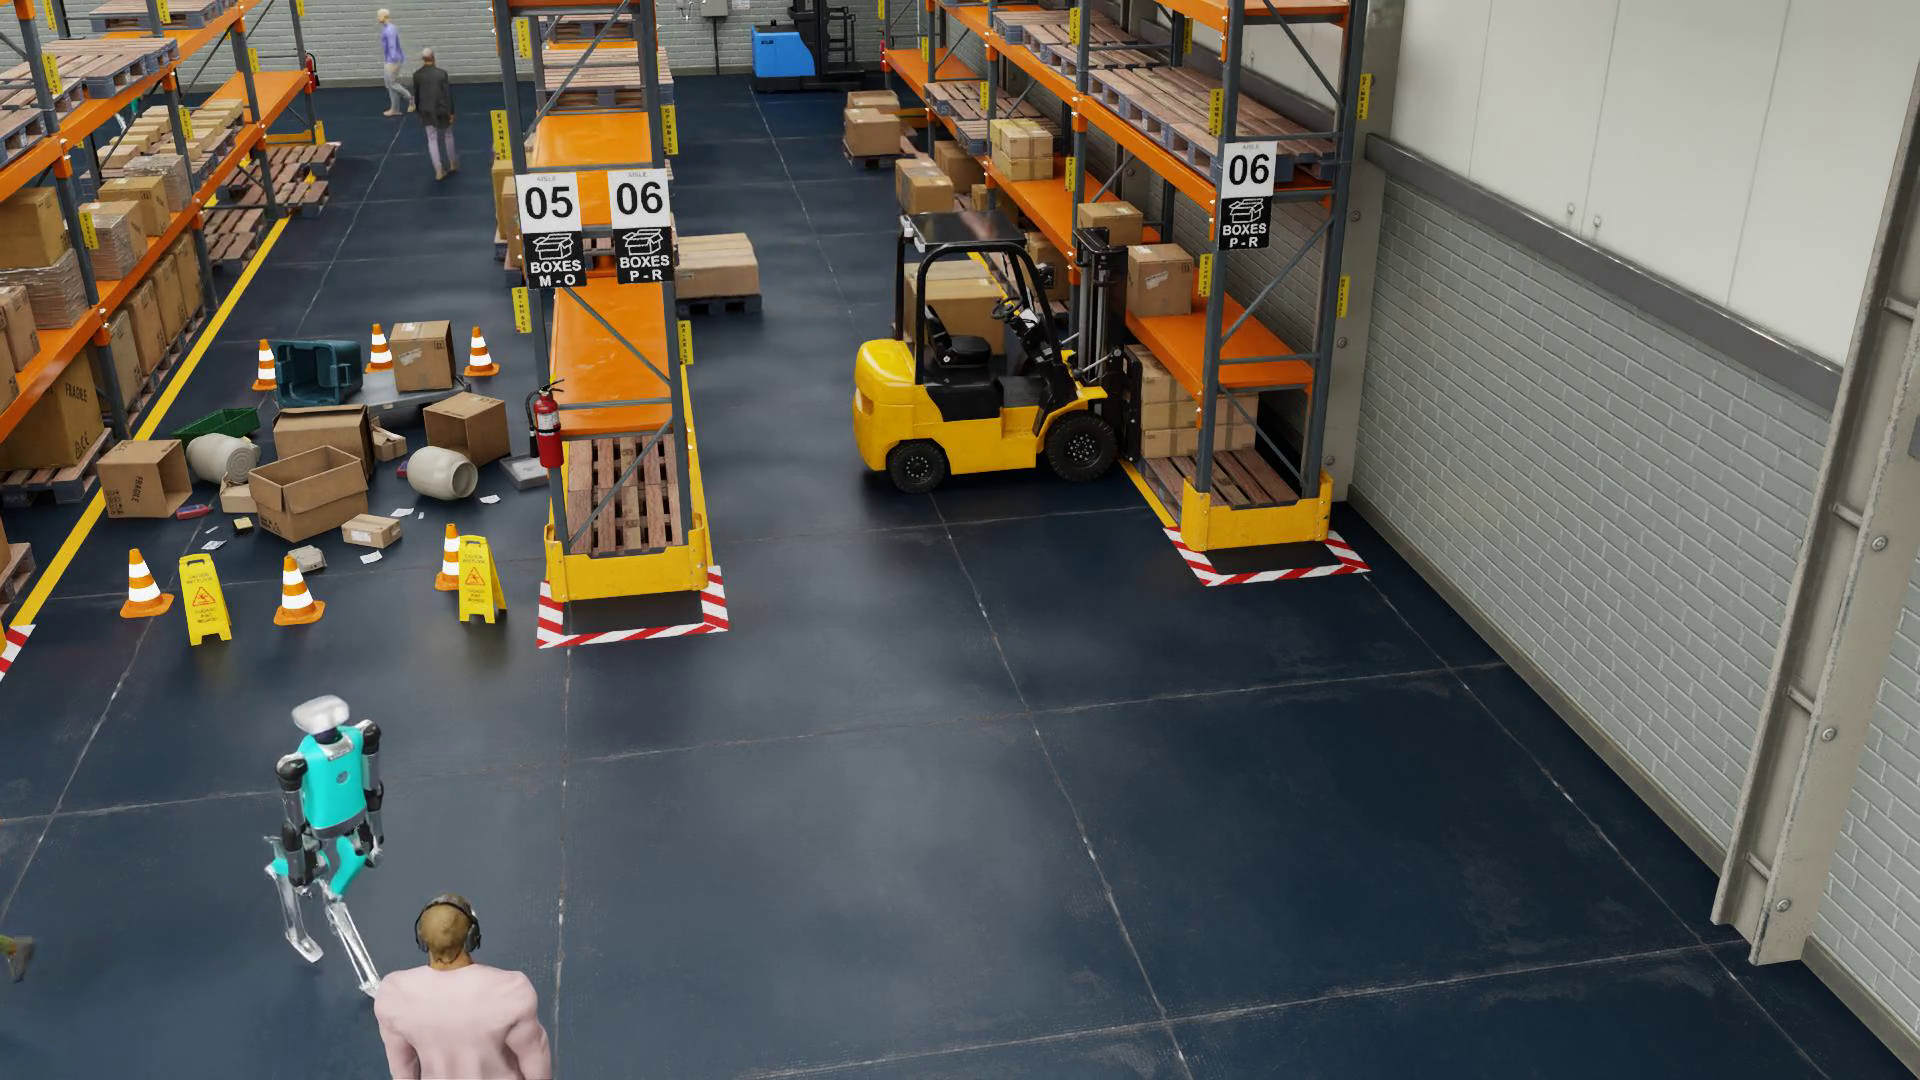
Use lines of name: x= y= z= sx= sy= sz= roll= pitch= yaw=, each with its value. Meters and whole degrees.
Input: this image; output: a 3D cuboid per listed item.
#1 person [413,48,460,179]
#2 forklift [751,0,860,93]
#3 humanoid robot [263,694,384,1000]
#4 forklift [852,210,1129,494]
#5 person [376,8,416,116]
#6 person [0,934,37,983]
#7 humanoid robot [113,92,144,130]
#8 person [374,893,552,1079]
person: x=-7.697 y=-6.301 z=24.458 sx=0.570 sy=1.816 sz=0.919 roll=-3 pitch=26 yaw=-6
forklift: x=-2.872 y=-9.679 z=30.288 sx=1.873 sy=2.768 sz=1.129 roll=-5 pitch=26 yaw=-10
humanoid robot: x=-3.257 y=1.489 z=8.355 sx=1.010 sy=1.750 sz=0.546 roll=18 pitch=31 yaw=33
forklift: x=0.216 y=-1.659 z=14.366 sx=2.313 sy=2.155 sz=1.214 roll=-5 pitch=26 yaw=-10
person: x=-9.636 y=-8.128 z=28.309 sx=0.516 sy=1.781 sz=0.616 roll=-10 pitch=27 yaw=-19
person: x=-4.908 y=1.651 z=8.029 sx=0.523 sy=1.702 sz=0.458 roll=-23 pitch=34 yaw=-40
humanoid robot: x=-13.166 y=-7.015 z=26.175 sx=0.542 sy=1.901 sz=0.711 roll=-23 pitch=34 yaw=-40
person: x=-1.913 y=2.212 z=6.597 sx=0.630 sy=1.939 sz=0.372 roll=-1 pitch=26 yaw=-1
